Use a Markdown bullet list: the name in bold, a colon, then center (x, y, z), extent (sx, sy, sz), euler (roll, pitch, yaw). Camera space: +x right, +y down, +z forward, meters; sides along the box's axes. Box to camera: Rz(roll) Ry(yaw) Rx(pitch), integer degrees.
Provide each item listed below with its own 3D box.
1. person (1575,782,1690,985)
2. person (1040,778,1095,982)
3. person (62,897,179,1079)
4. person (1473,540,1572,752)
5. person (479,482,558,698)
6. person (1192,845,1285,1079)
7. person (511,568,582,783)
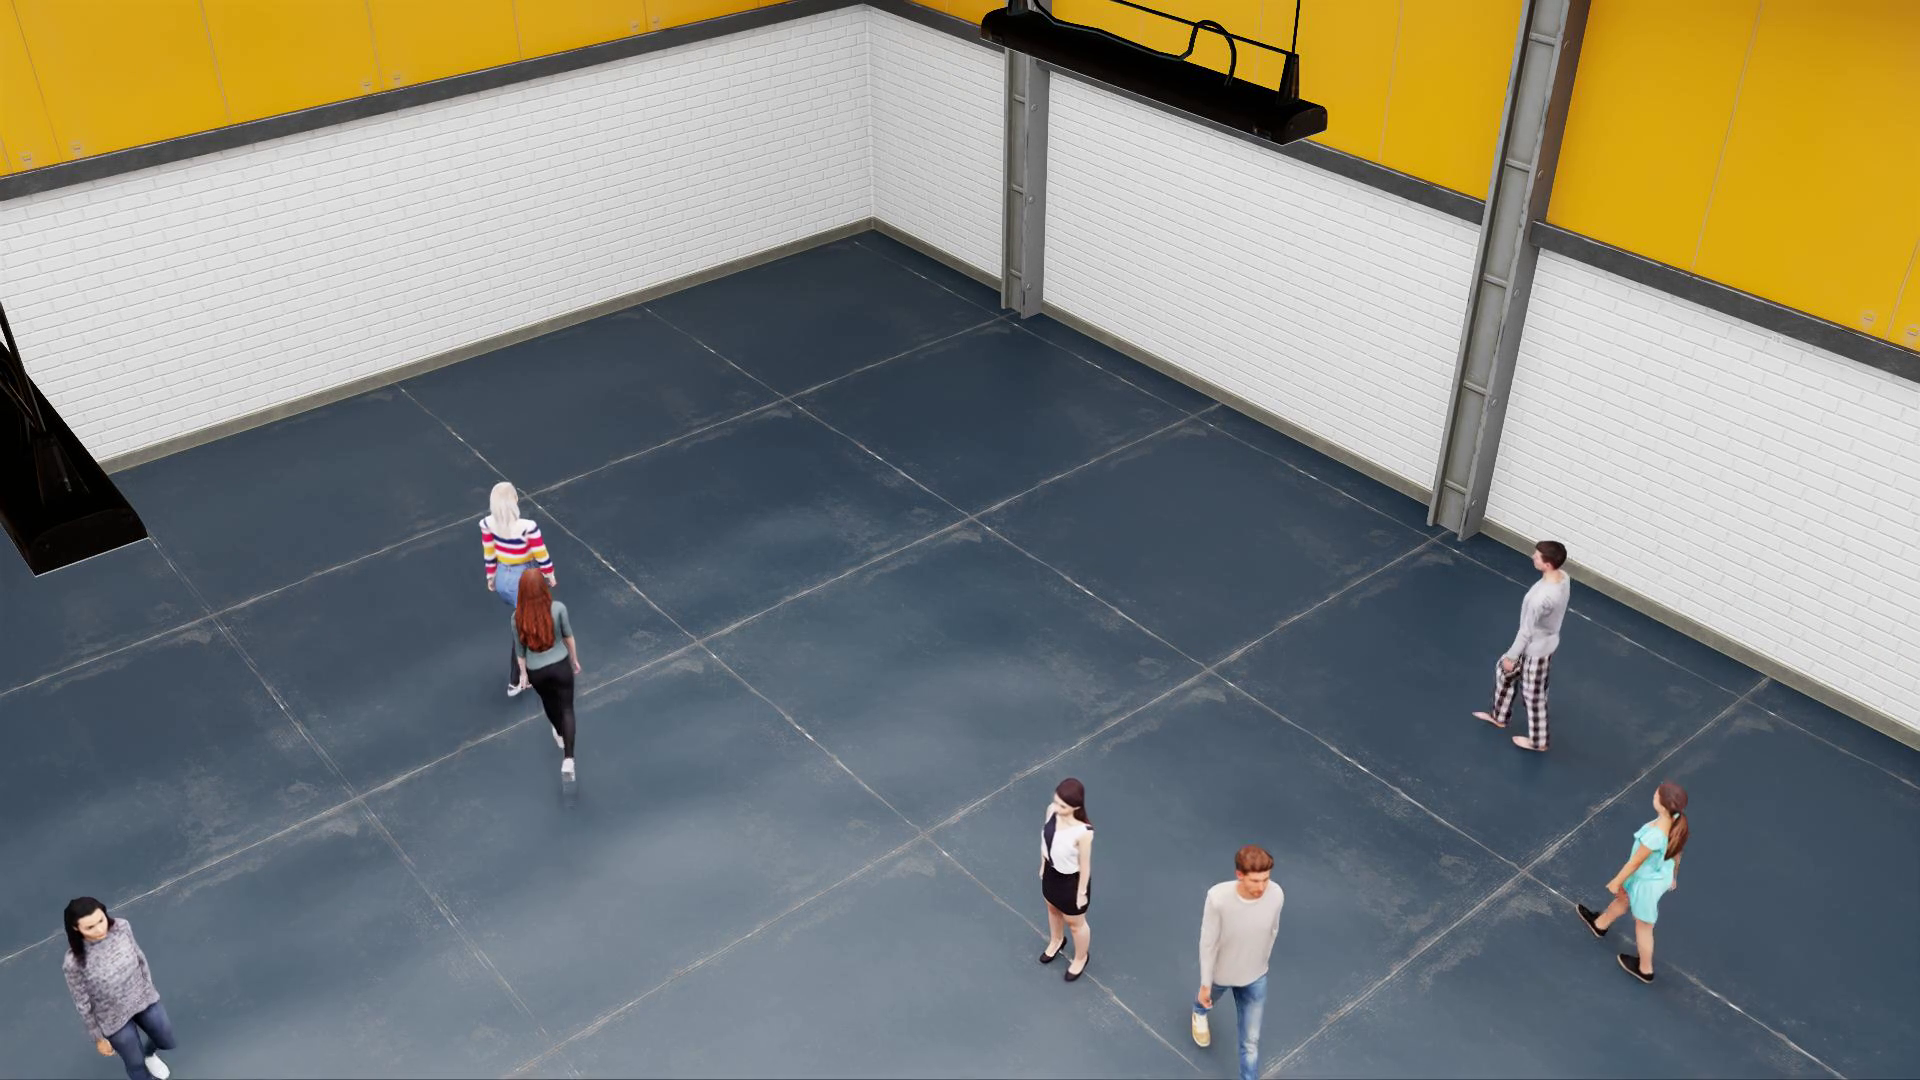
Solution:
- **person**: center (4.415, 2.196, 10.508), extent (0.603, 1.538, 0.911), euler (-21, 39, -28)
- **person**: center (0.675, 2.135, 10.502), extent (0.596, 1.647, 0.448), euler (-25, 41, -32)
- **person**: center (-4.888, 2.676, 9.622), extent (0.771, 1.719, 0.714), euler (20, 39, 27)
- **person**: center (4.359, 0.820, 12.315), extent (0.944, 1.828, 0.783), euler (21, 39, 28)
- **person**: center (-3.499, 0.402, 13.006), extent (1.176, 1.760, 1.115), euler (10, 35, 15)
- **person**: center (1.577, 2.465, 9.814), extent (1.118, 1.858, 1.298), euler (-3, 34, -5)
- **person**: center (-2.992, 1.002, 12.140), extent (0.877, 1.720, 1.162), euler (-10, 35, -14)
